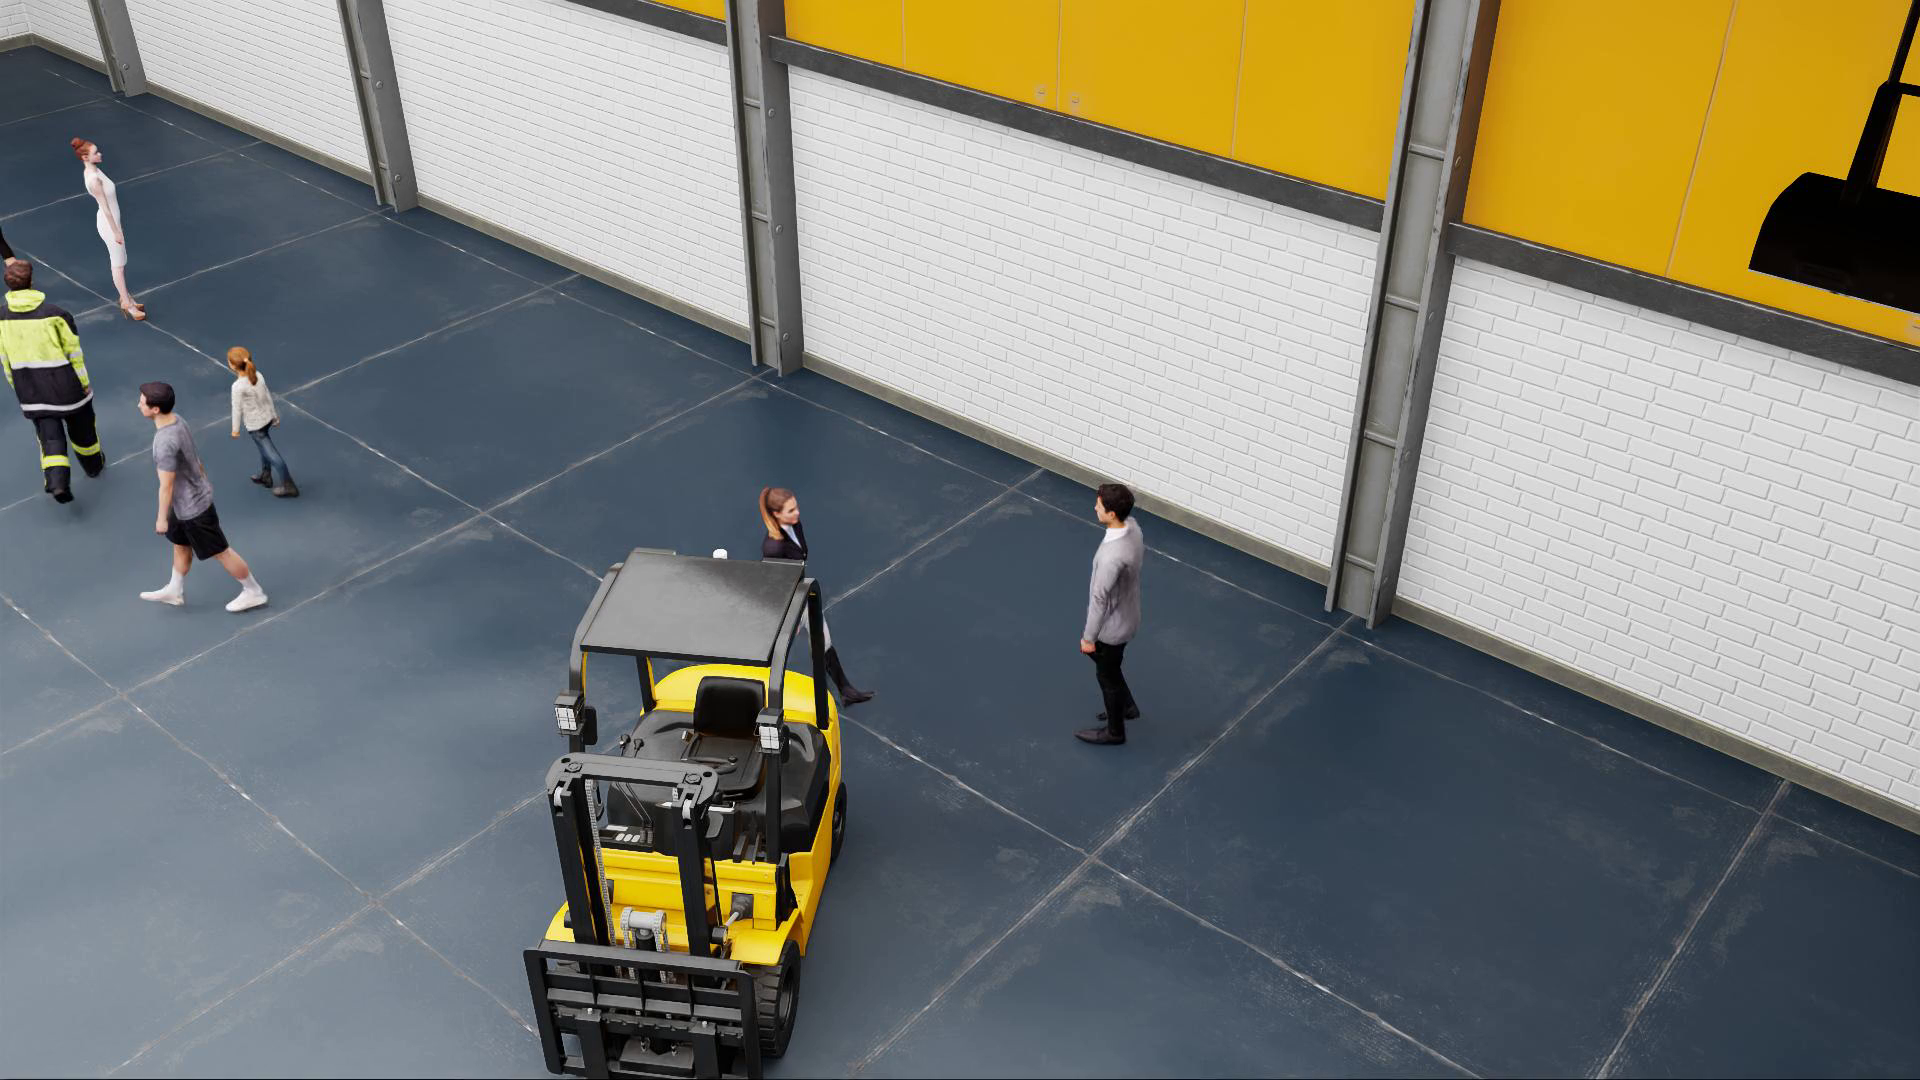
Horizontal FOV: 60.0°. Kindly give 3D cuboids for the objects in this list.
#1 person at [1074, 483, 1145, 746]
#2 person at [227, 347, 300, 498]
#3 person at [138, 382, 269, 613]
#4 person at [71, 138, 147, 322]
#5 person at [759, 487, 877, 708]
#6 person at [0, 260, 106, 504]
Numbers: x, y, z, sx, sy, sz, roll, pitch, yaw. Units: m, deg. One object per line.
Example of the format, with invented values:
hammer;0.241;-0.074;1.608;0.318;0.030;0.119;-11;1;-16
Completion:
person;1.056;0.504;10.465;0.853;1.909;0.857;5;34;7
person;-5.470;-0.904;13.133;0.782;1.300;0.643;8;34;12
person;-5.297;-0.270;11.690;1.139;1.842;1.164;-9;35;-13
person;-8.056;-2.944;15.757;0.689;1.793;0.547;-15;36;-21
person;-1.207;0.409;10.813;1.192;1.681;0.840;12;35;17
person;-7.136;-1.199;12.989;1.185;1.951;1.321;-8;35;-12
